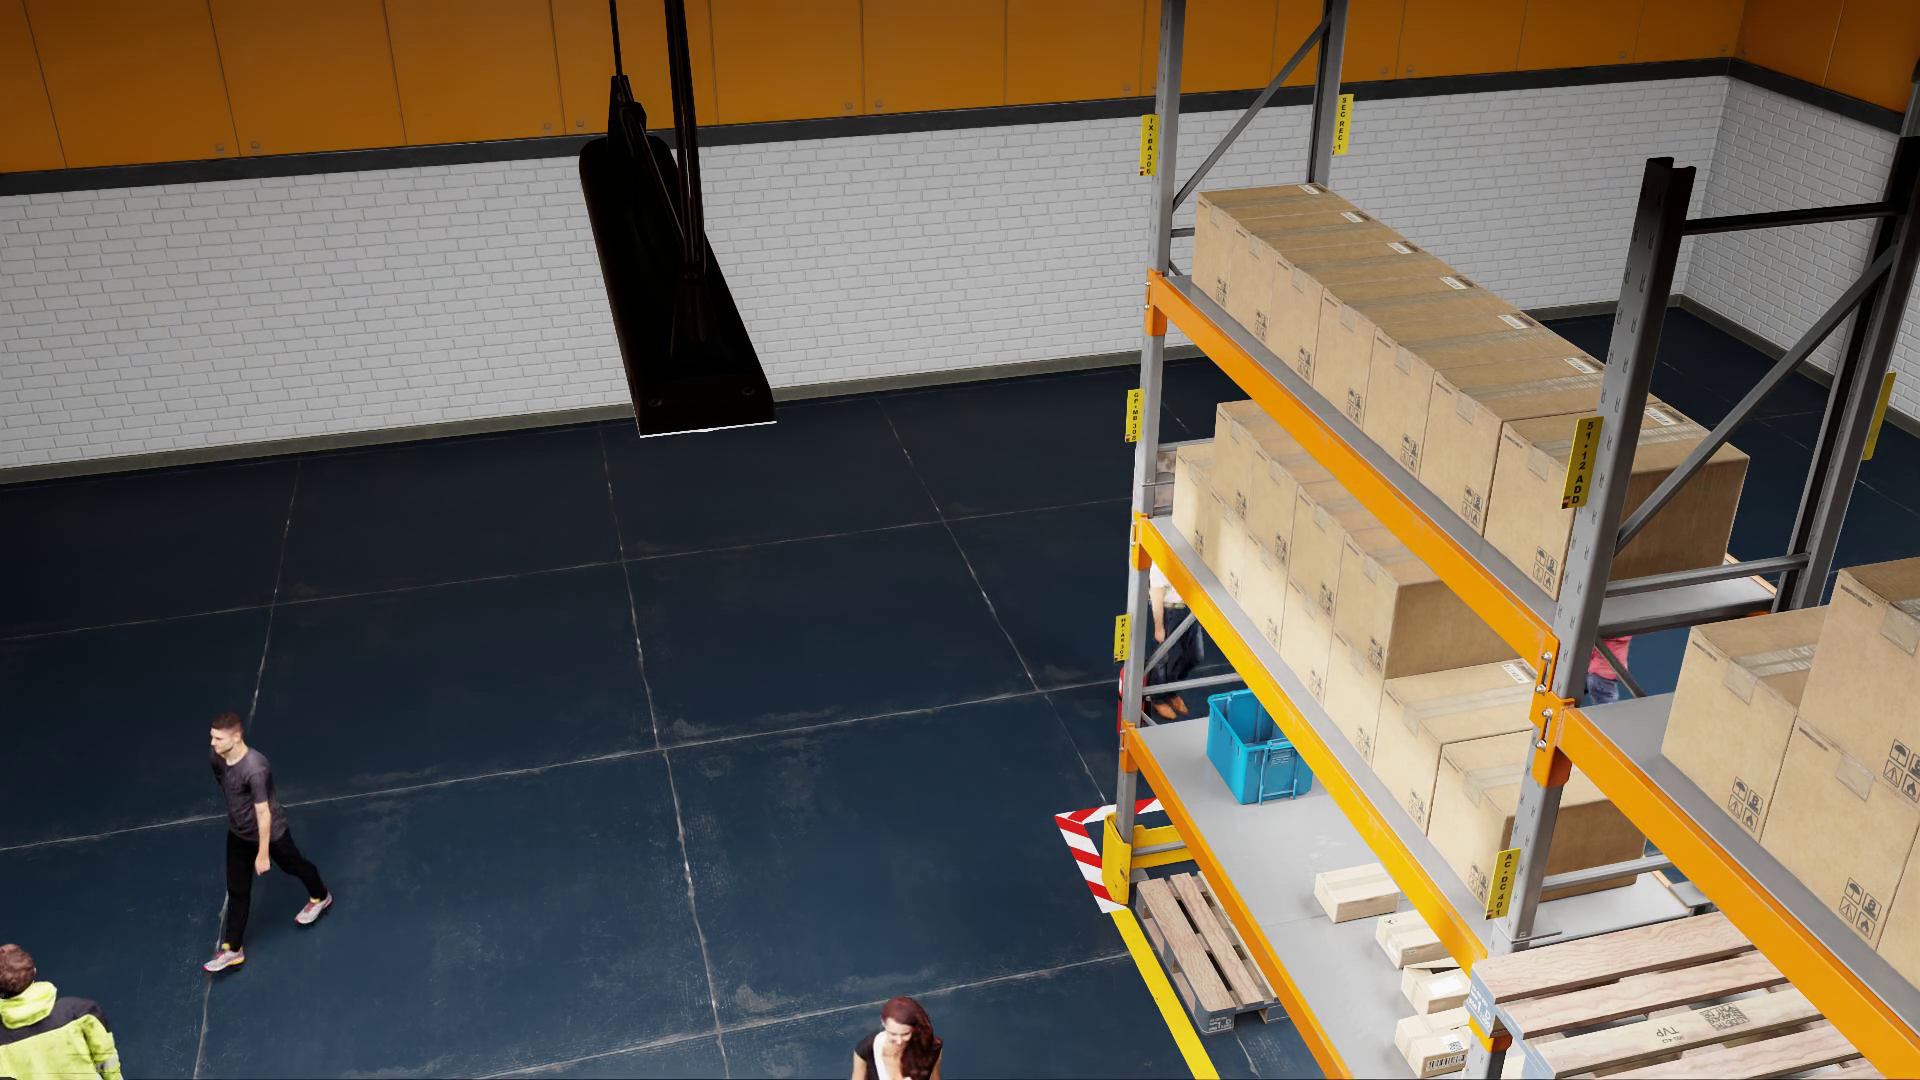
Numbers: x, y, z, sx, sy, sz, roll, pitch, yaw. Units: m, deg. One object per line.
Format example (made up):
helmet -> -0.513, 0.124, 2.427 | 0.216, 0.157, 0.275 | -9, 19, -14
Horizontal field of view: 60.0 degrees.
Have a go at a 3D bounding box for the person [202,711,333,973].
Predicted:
person -> -4.294, 1.786, 10.354 | 1.136, 1.713, 1.211 | 15, 32, 25

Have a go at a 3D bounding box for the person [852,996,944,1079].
person -> -0.306, 2.889, 8.299 | 0.899, 1.744, 1.234 | 4, 29, 6

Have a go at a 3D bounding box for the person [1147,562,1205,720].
person -> 1.539, 0.504, 12.574 | 0.751, 1.838, 0.759 | -19, 34, -30

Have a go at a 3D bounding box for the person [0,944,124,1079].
person -> -4.376, 2.860, 8.131 | 0.923, 1.958, 1.071 | -15, 32, -26
